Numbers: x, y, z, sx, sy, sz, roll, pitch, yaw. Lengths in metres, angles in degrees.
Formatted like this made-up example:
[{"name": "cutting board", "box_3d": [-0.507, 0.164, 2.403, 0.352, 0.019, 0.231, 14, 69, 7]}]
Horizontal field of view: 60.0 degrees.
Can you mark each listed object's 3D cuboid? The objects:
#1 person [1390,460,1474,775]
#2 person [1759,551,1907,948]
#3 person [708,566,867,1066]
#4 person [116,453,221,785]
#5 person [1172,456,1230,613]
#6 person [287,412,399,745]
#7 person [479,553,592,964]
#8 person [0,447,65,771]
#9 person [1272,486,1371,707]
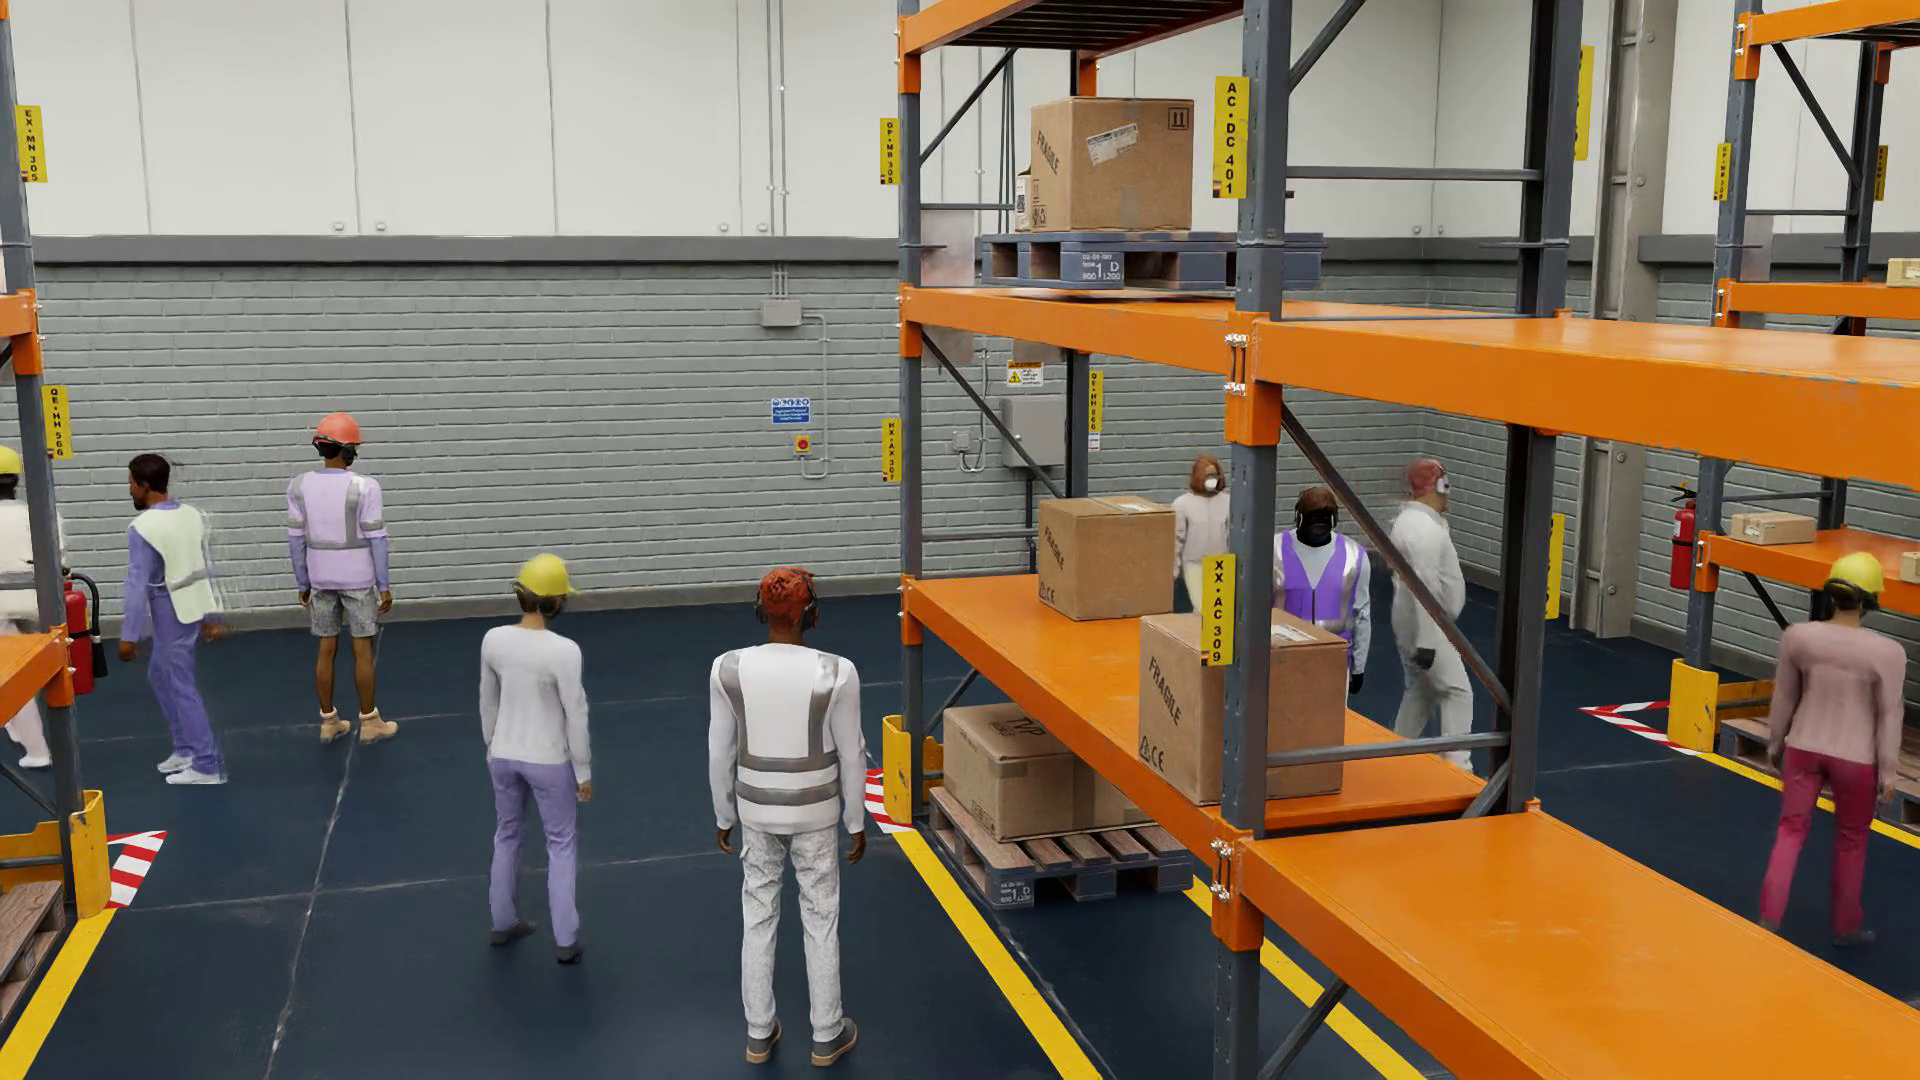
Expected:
[{"name": "person", "box_3d": [2.686, 0.499, 9.185, 0.640, 1.881, 0.667, 1, 10, 8]}, {"name": "person", "box_3d": [3.744, 0.932, 7.156, 0.472, 1.790, 0.537, -8, 13, -39]}, {"name": "person", "box_3d": [-0.630, 1.025, 6.175, 0.586, 1.882, 0.343, 1, 10, 8]}, {"name": "person", "box_3d": [-4.487, 0.459, 9.353, 0.602, 1.897, 0.606, 0, 10, 0]}, {"name": "person", "box_3d": [1.728, 0.182, 11.791, 0.508, 1.597, 0.810, -2, 10, -14]}, {"name": "person", "box_3d": [-3.774, 0.237, 10.217, 0.611, 2.041, 0.388, 2, 10, 9]}, {"name": "person", "box_3d": [-1.818, 0.922, 7.139, 0.568, 1.759, 0.354, 4, 11, 23]}, {"name": "person", "box_3d": [-5.628, 0.389, 9.813, 0.978, 1.873, 0.613, 9, 13, 41]}, {"name": "person", "box_3d": [1.801, 0.629, 8.595, 0.626, 1.837, 0.428, 1, 10, 6]}]
